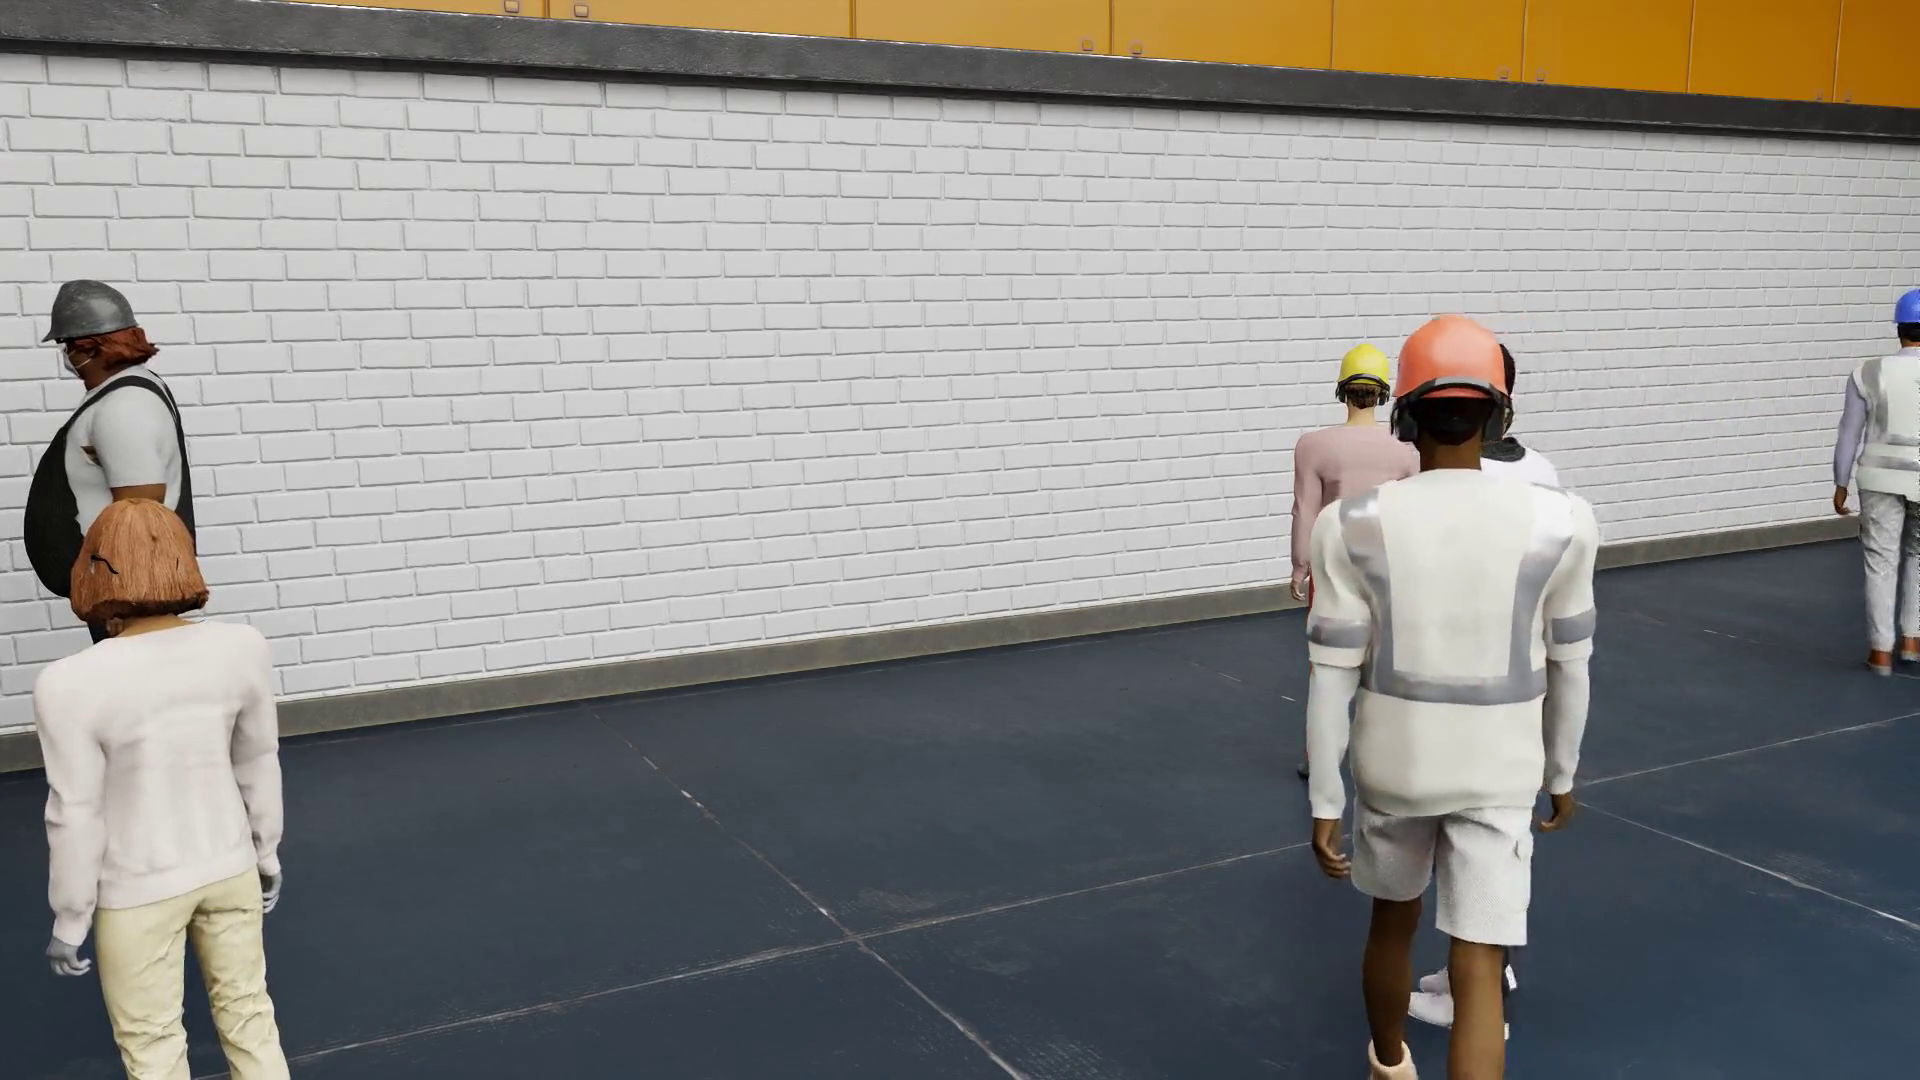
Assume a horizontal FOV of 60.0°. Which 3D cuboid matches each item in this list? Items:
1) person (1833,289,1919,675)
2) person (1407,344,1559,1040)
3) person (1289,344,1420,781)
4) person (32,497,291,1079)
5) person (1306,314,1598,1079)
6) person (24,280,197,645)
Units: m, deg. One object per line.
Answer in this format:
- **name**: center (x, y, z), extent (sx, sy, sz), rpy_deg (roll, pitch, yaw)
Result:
- **person**: center (4.788, -0.300, 8.470), extent (0.638, 1.929, 0.631), rpy_deg (4, 11, 22)
- **person**: center (1.352, 0.409, 4.473), extent (0.496, 1.901, 0.624), rpy_deg (8, 13, 39)
- **person**: center (1.567, 0.112, 6.588), extent (0.532, 1.768, 0.311), rpy_deg (0, 10, 2)
- **person**: center (-1.630, 0.724, 3.444), extent (0.266, 1.631, 0.507), rpy_deg (6, 12, 33)
- **person**: center (1.052, 0.515, 3.622), extent (0.606, 2.005, 1.029), rpy_deg (3, 10, 15)
- **person**: center (-2.990, 0.099, 5.875), extent (0.537, 2.000, 0.674), rpy_deg (-4, 11, -21)
